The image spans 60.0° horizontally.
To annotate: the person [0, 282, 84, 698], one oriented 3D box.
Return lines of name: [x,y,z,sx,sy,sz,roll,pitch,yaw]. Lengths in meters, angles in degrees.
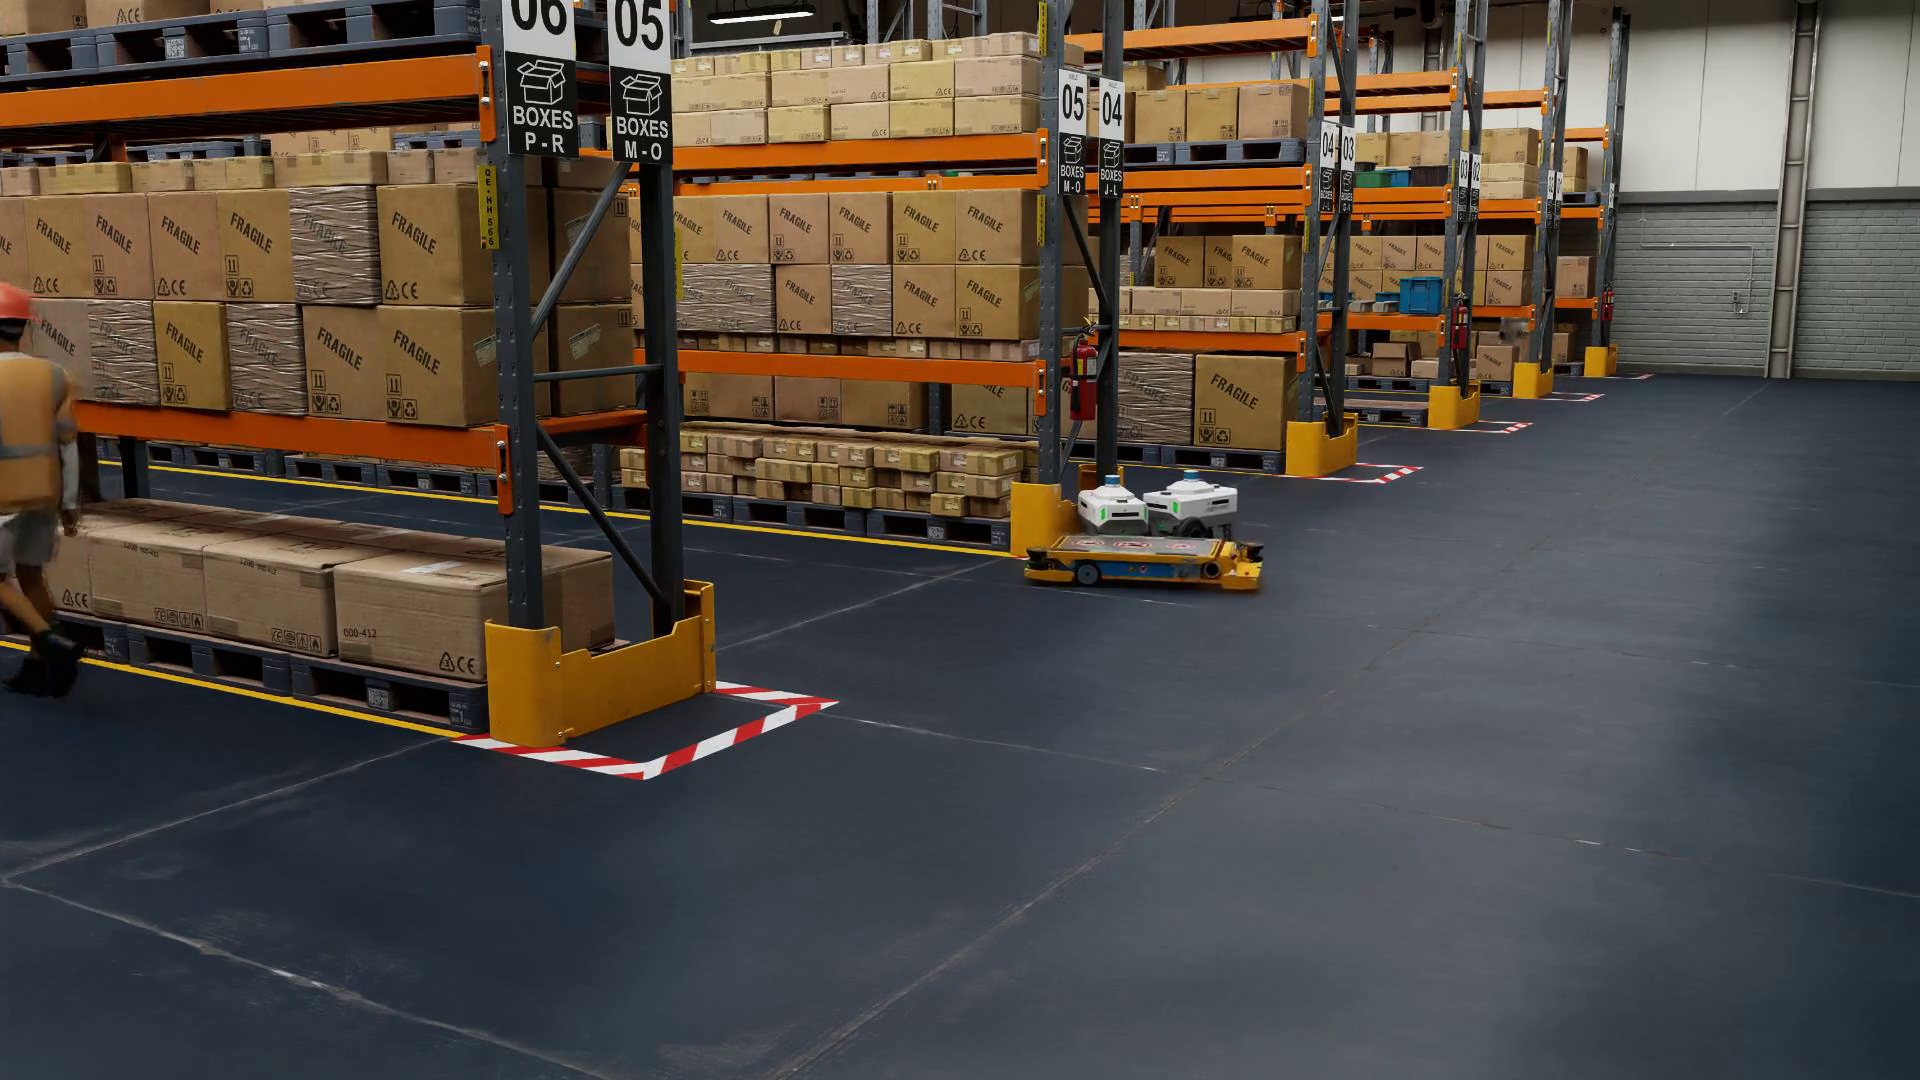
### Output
person: [-4.224,-0.199,7.507,0.630,1.918,0.563,6,11,30]

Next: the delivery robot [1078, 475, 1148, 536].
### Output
delivery robot: [1.025,-0.195,11.193,0.477,0.478,0.707,-1,10,-9]

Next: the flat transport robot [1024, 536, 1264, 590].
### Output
flat transport robot: [1.165,0.125,10.428,1.431,0.197,0.652,2,10,13]

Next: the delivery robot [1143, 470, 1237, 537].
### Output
delivery robot: [1.588,-0.240,11.457,0.707,0.478,0.477,-9,13,-42]

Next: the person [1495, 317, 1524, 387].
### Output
person: [8.427,-3.272,25.636,0.546,1.866,0.605,6,11,29]
